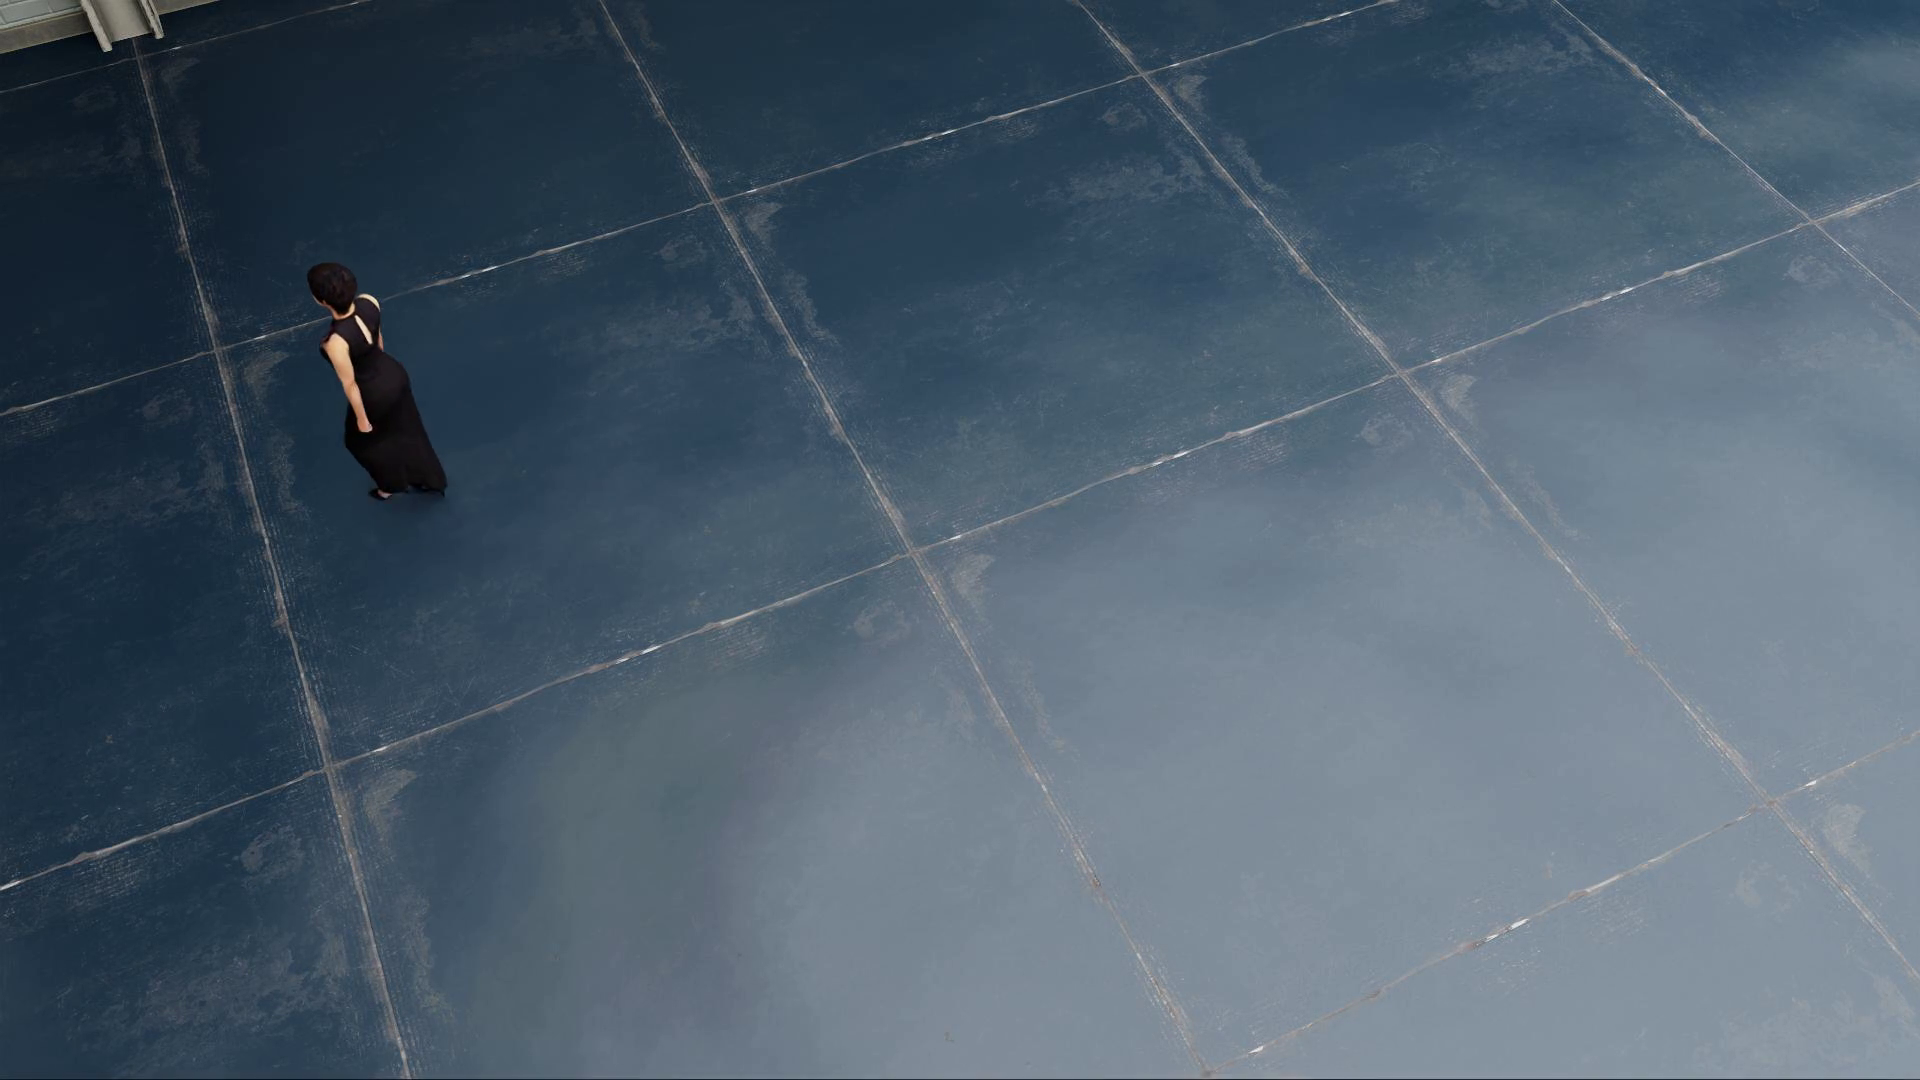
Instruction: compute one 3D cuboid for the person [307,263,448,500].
[{"bbox_3d":[-2.792,-0.707,8.160,0.797,1.588,0.741,12,53,9],"label":"person"}]
